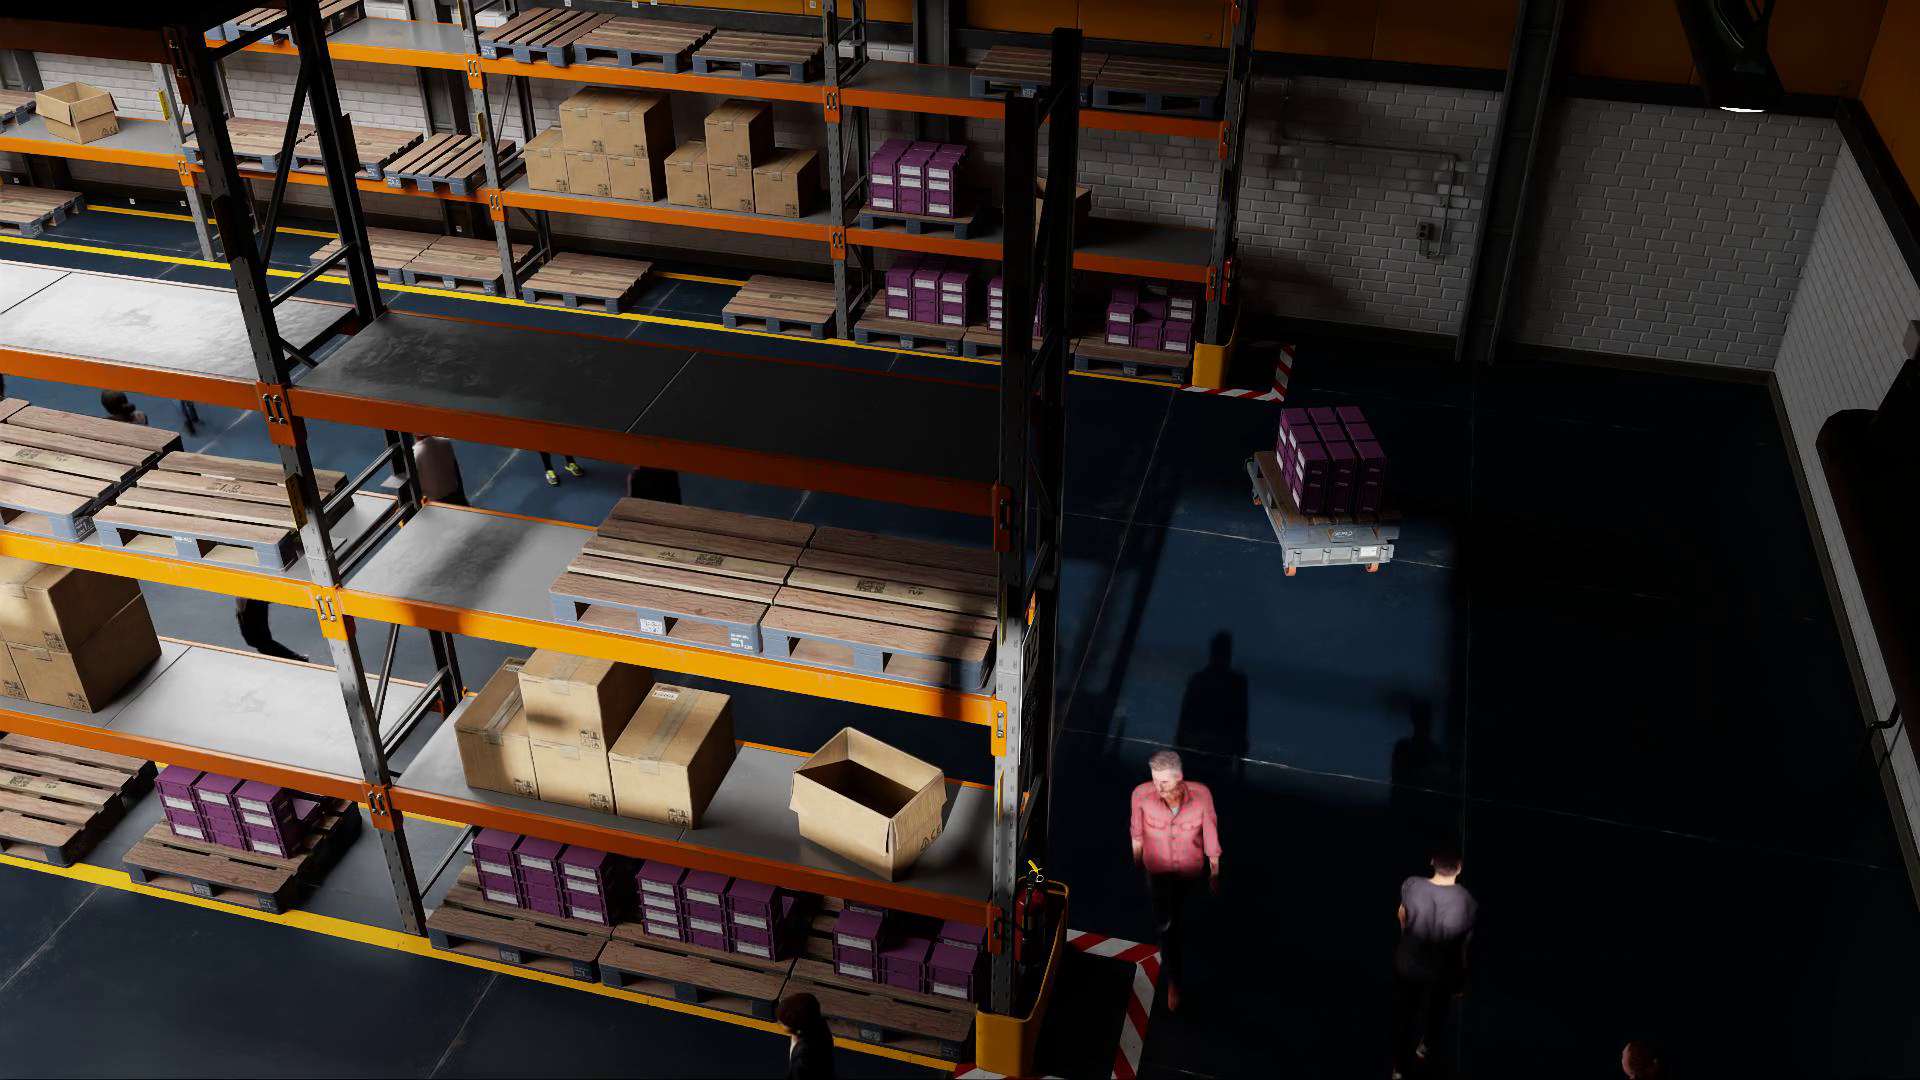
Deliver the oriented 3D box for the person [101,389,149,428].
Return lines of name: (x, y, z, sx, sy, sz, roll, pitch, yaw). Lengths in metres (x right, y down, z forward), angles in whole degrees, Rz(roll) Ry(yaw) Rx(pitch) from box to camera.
person: (-7.170, -0.573, 14.312, 0.709, 1.628, 1.146, 9, 35, 13)

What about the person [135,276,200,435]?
person: (-7.684, -1.777, 16.144, 0.783, 1.605, 0.837, -18, 37, -24)

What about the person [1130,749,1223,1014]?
person: (1.309, 1.959, 10.366, 1.241, 1.779, 1.037, -3, 34, -5)

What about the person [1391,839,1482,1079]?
person: (2.657, 2.504, 9.575, 0.676, 1.747, 0.727, 13, 36, 19)

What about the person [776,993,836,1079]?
person: (-0.743, 3.021, 9.105, 1.022, 1.407, 0.725, -1, 34, -2)
